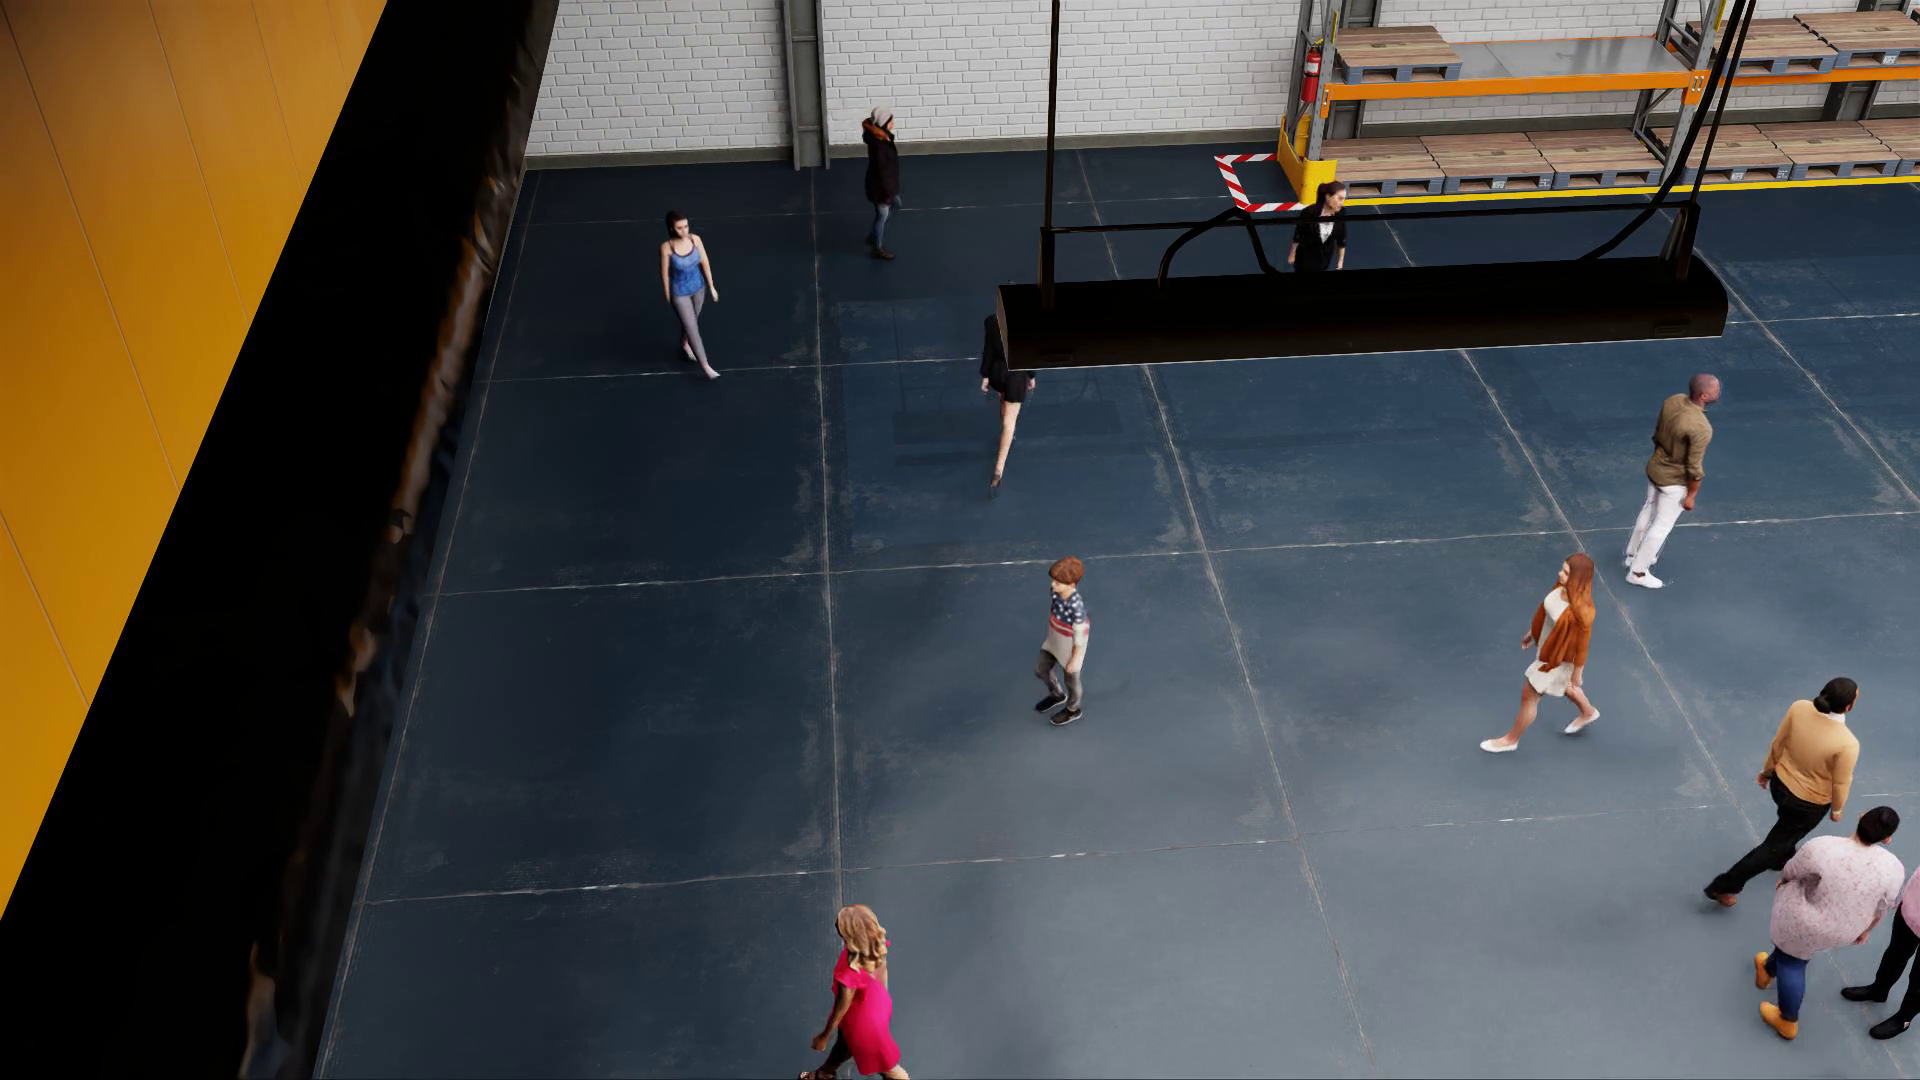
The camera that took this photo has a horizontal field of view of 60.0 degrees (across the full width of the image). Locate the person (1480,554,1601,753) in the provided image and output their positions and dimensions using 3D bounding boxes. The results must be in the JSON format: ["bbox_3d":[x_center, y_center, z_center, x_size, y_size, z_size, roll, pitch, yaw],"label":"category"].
[{"bbox_3d":[4.048,0.744,11.036,1.086,1.689,0.628,-1,39,-1],"label":"person"}]

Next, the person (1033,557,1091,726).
[{"bbox_3d":[0.776,0.679,11.325,0.645,1.431,0.608,-23,44,-26],"label":"person"}]

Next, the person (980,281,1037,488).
[{"bbox_3d":[0.366,-1.225,13.478,1.160,1.718,0.979,12,40,15],"label":"person"}]

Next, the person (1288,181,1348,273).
[{"bbox_3d":[3.206,-2.598,15.274,0.695,1.623,0.729,-3,39,-4],"label":"person"}]

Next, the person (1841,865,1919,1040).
[{"bbox_3d":[5.435,2.148,9.280,0.562,1.687,0.619,-7,39,-8],"label":"person"}]

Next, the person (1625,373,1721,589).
[{"bbox_3d":[5.318,-0.471,12.444,0.593,1.831,0.726,-5,39,-7],"label":"person"}]

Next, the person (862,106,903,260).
[{"bbox_3d":[-0.841,-3.527,16.437,0.651,1.623,0.666,2,39,2],"label":"person"}]

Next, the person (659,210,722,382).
[{"bbox_3d":[-2.462,-2.239,14.867,1.041,1.569,0.978,-25,45,-28],"label":"person"}]

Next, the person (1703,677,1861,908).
[{"bbox_3d":[4.986,1.547,9.999,1.231,1.729,0.800,-10,40,-12],"label":"person"}]

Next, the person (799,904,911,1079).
[{"bbox_3d":[-0.403,2.551,8.767,1.053,1.697,0.792,8,39,9],"label":"person"}]

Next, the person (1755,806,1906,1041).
[{"bbox_3d":[4.835,2.145,9.268,0.836,1.707,0.822,2,39,3],"label":"person"}]
